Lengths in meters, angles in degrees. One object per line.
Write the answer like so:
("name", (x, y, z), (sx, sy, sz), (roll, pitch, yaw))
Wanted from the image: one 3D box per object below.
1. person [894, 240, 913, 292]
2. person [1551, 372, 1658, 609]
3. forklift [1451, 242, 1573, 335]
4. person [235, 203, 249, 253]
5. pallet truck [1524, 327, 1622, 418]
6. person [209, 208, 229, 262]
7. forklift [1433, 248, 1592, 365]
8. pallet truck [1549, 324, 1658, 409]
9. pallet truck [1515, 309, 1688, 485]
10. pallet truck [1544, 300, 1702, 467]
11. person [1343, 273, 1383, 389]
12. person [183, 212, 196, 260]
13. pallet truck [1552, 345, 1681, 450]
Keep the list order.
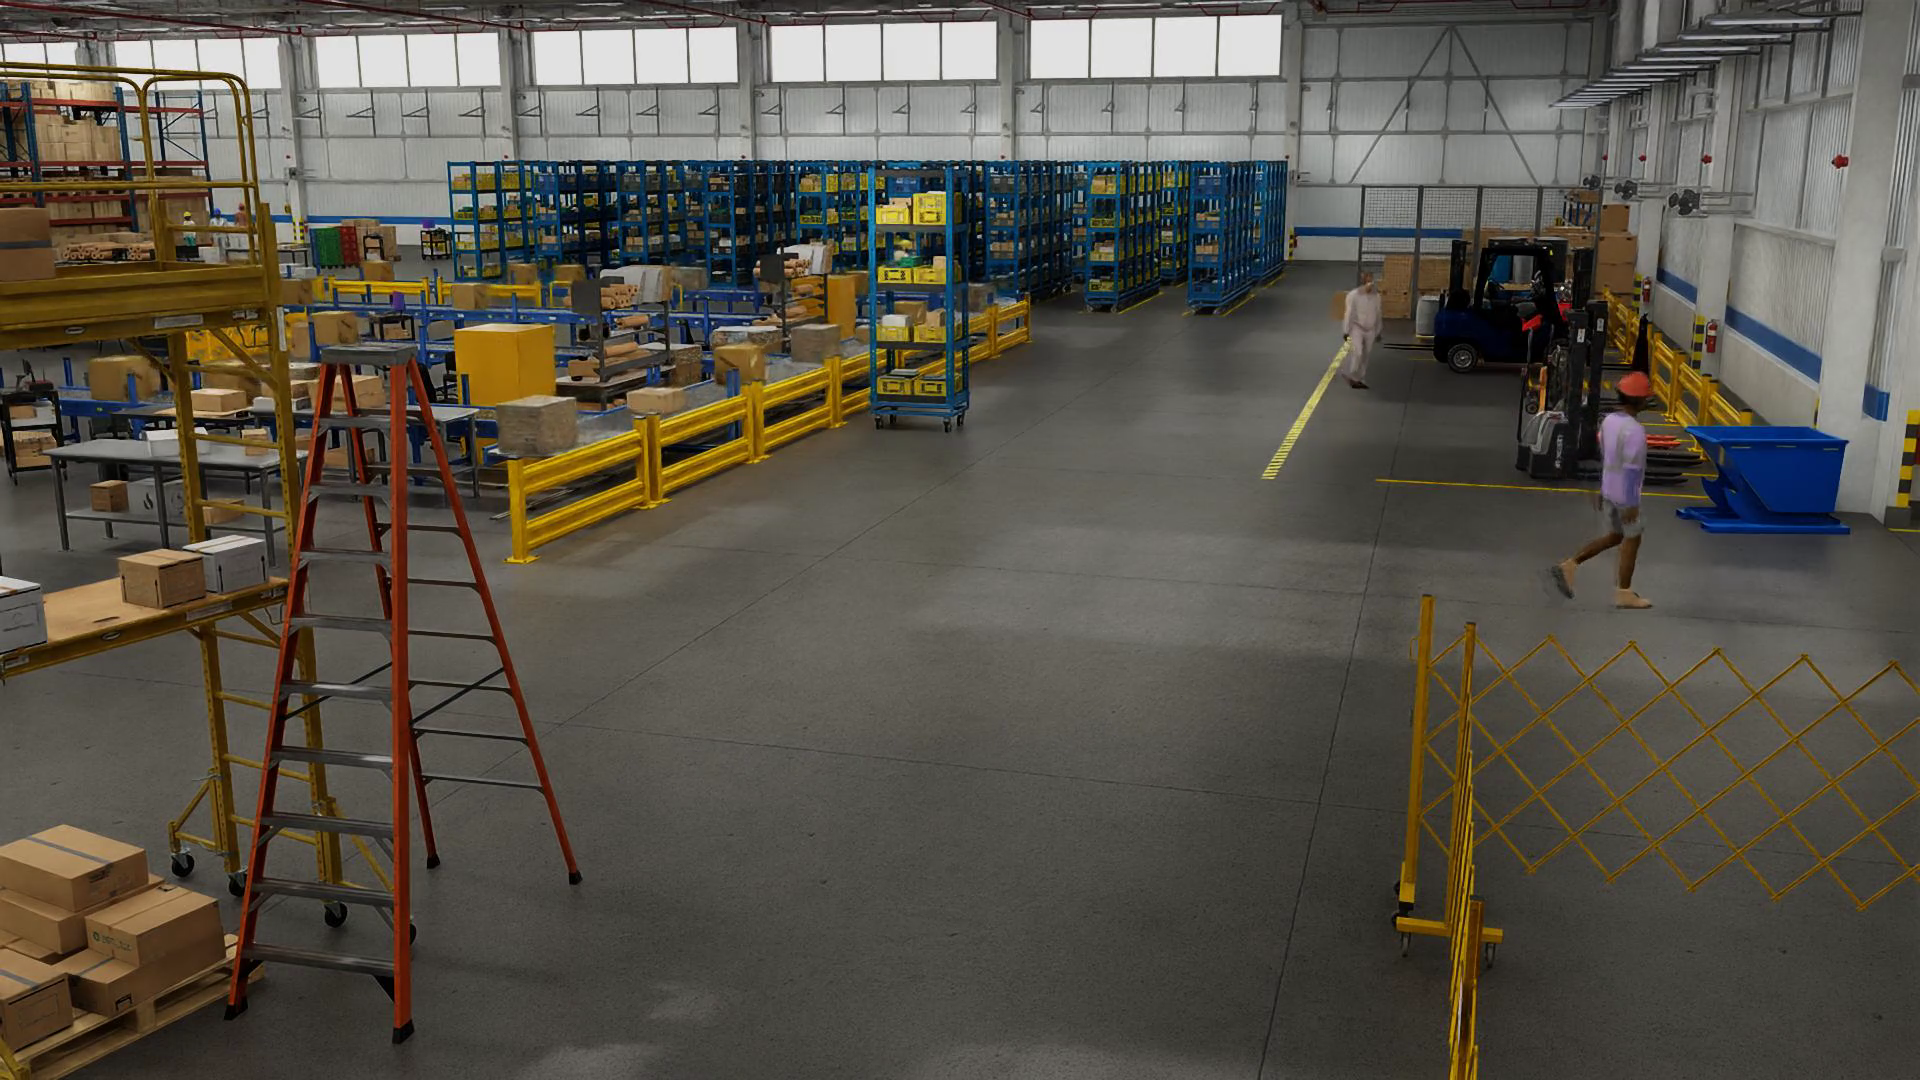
("person", (-1.413, -6.335, 40.043), (0.405, 1.781, 0.756), (-10, 17, -37))
("person", (5.453, -0.402, 13.890), (0.757, 2.024, 0.611), (0, 13, -1))
("forklift", (10.464, -4.597, 31.405), (2.680, 1.987, 1.157), (4, 14, 16))
("person", (-27.556, -11.973, 64.015), (0.603, 1.960, 0.968), (-8, 15, -31))
("pallet truck", (9.065, -2.460, 24.370), (1.522, 1.261, 0.704), (3, 13, 14))
("person", (-26.015, -10.676, 58.427), (0.615, 1.943, 0.409), (-5, 14, -22))
("forklift", (9.780, -4.111, 29.280), (2.680, 1.987, 1.157), (3, 13, 14))
("pallet truck", (9.824, -2.669, 25.407), (1.601, 1.201, 0.680), (4, 14, 16))
("pallet truck", (7.554, -1.677, 19.446), (1.885, 1.965, 0.823), (3, 13, 14))
("pallet truck", (8.263, -1.952, 20.631), (1.885, 1.965, 0.823), (5, 14, 20))
("person", (6.593, -3.399, 27.091), (0.657, 1.892, 0.485), (-5, 14, -20))
("person", (-27.773, -10.928, 59.930), (0.535, 1.766, 0.330), (4, 14, 18))
("pallet truck", (8.641, -1.896, 21.908), (1.630, 1.274, 0.653), (4, 14, 16))
